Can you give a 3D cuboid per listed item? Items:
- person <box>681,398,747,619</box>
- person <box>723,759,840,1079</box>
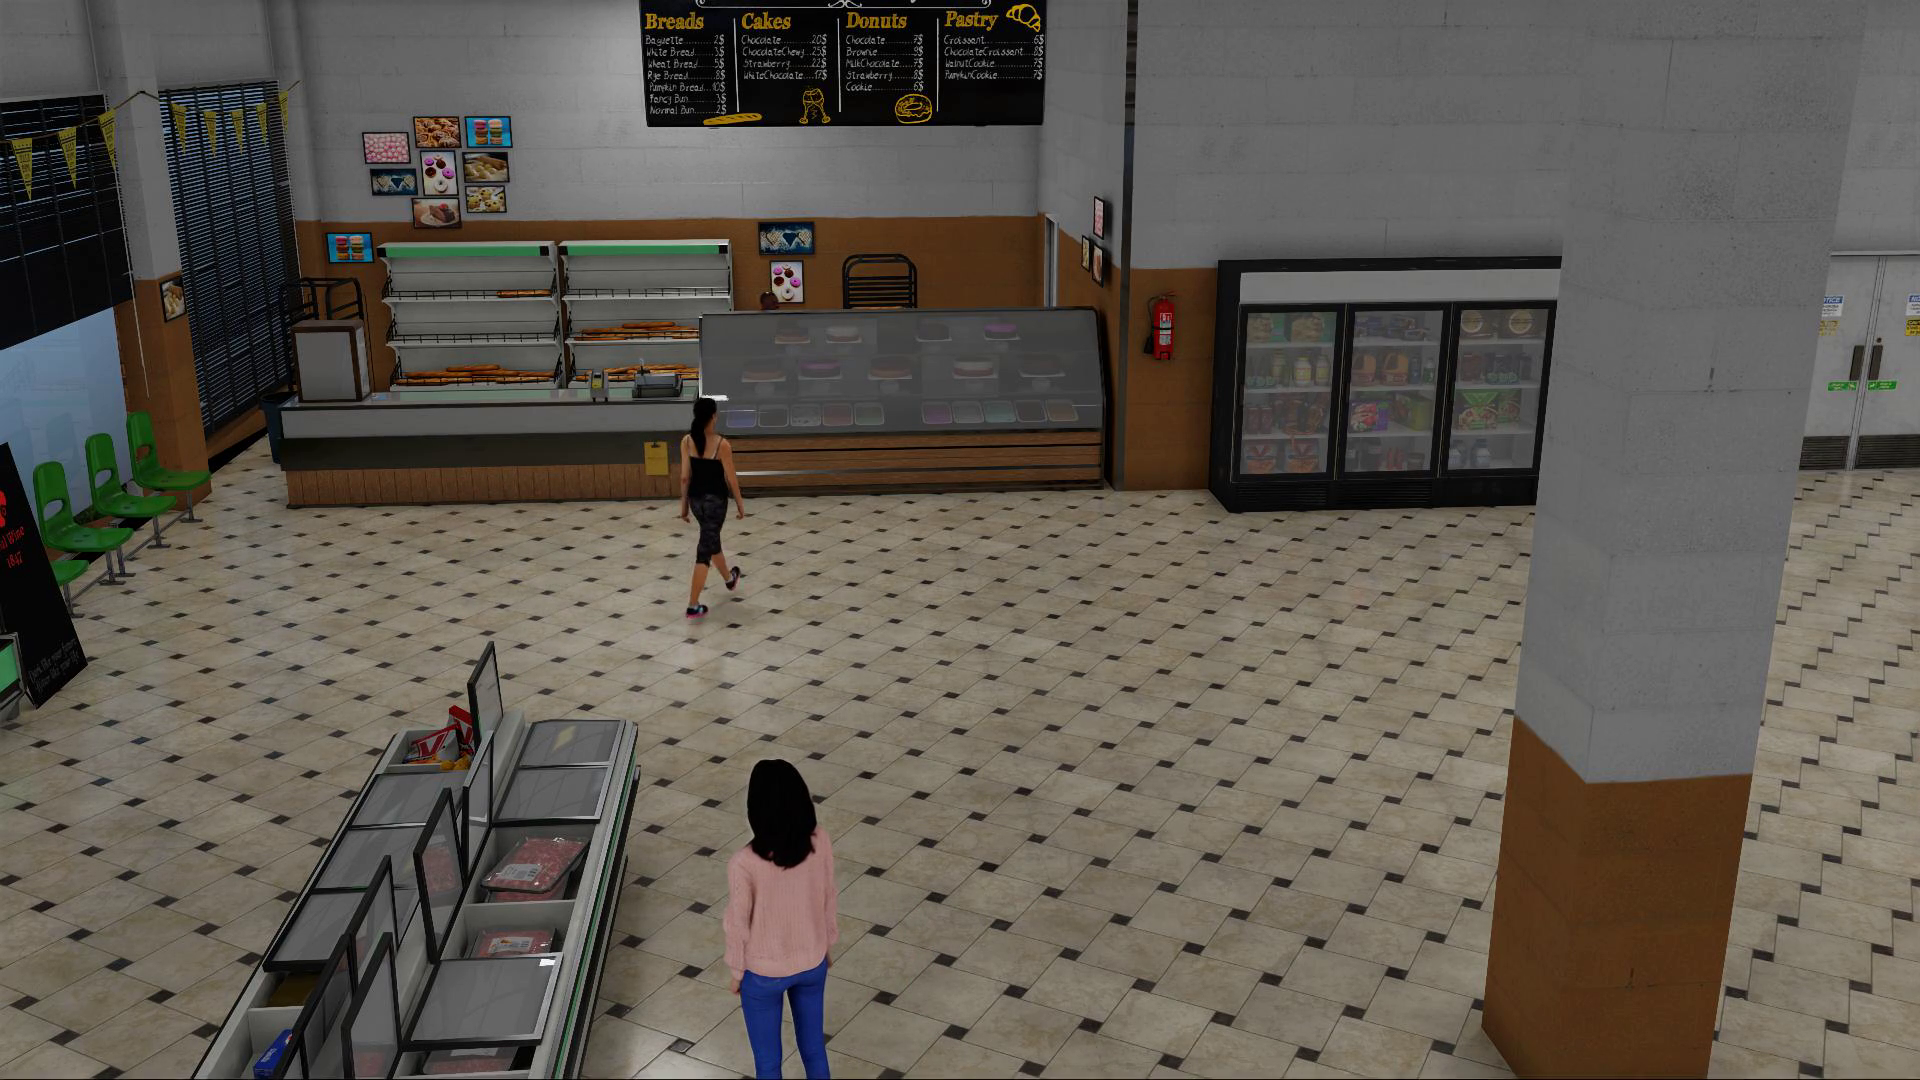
[{"bbox_3d":[-1.995,-0.212,12.898,0.920,1.685,1.205,6,18,19],"label":"person"},{"bbox_3d":[-0.689,1.680,6.521,0.717,1.770,0.697,-10,19,-29],"label":"person"}]
